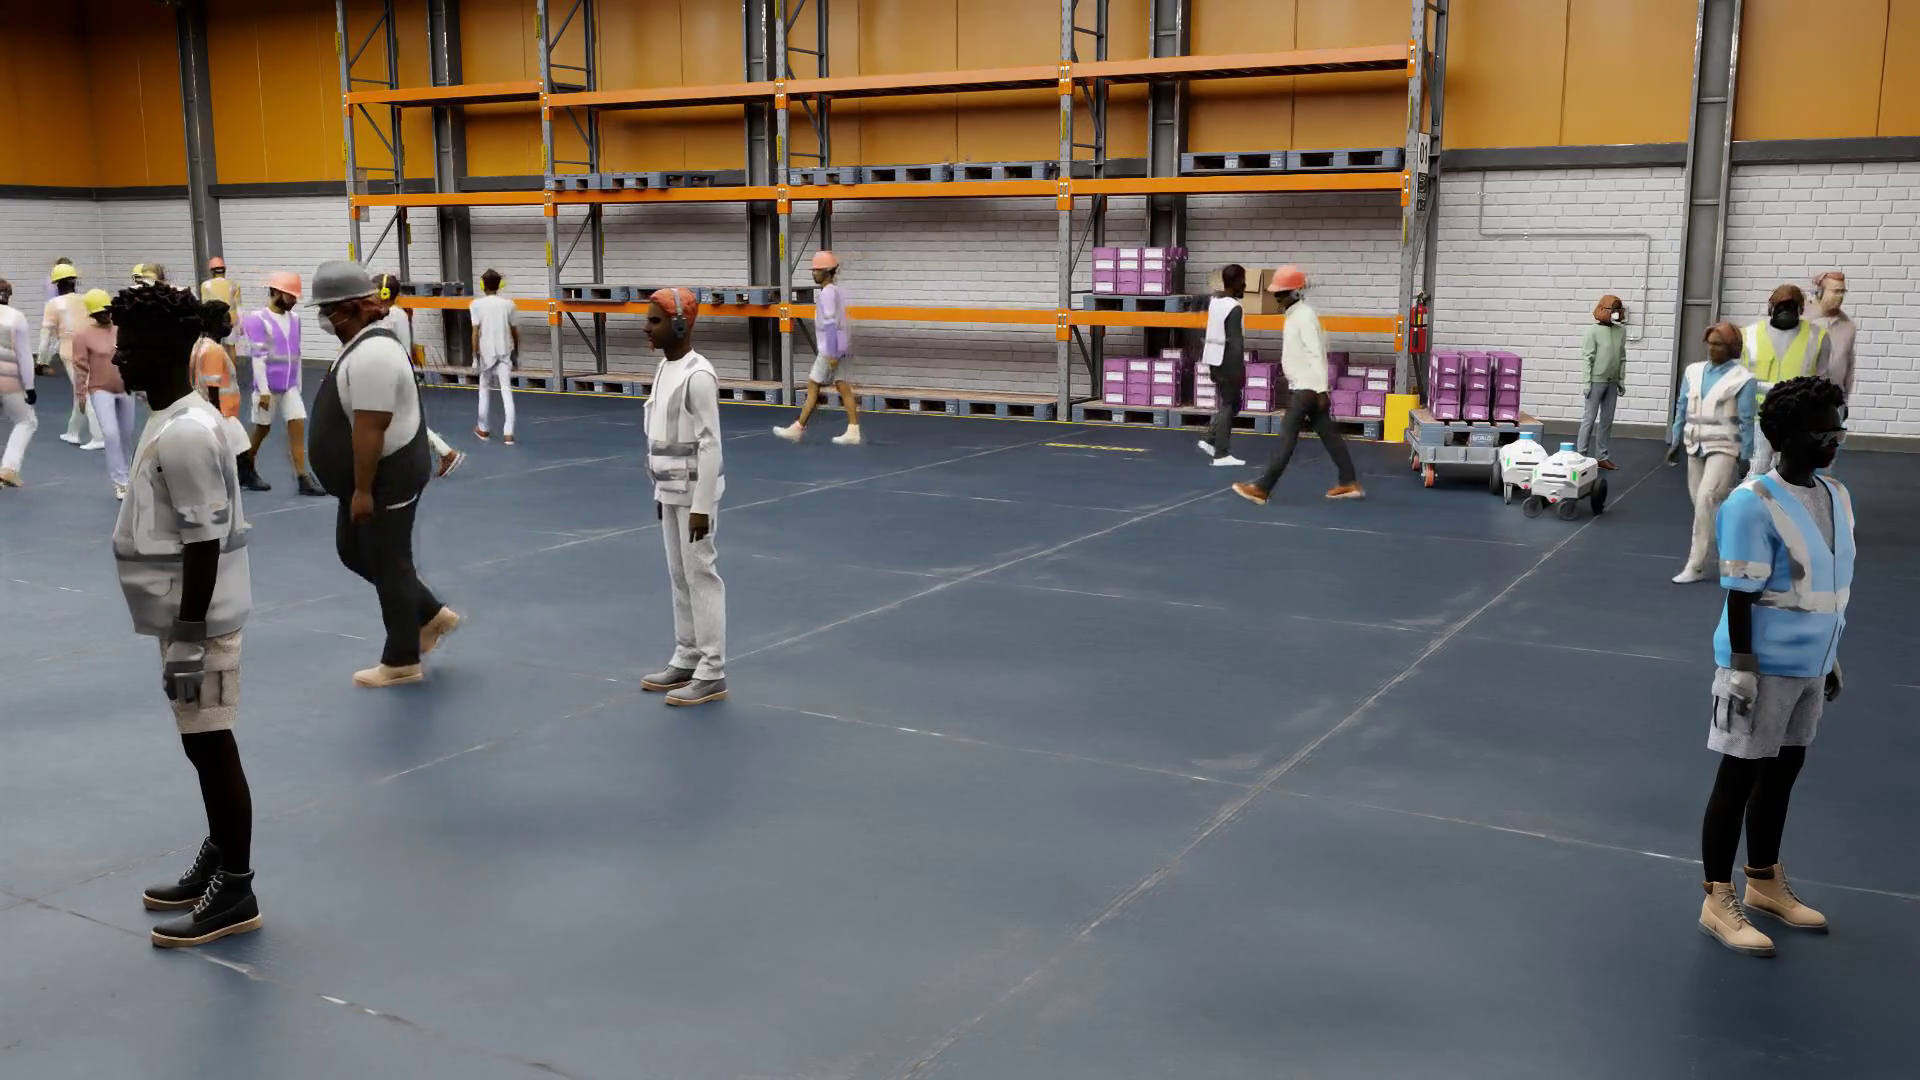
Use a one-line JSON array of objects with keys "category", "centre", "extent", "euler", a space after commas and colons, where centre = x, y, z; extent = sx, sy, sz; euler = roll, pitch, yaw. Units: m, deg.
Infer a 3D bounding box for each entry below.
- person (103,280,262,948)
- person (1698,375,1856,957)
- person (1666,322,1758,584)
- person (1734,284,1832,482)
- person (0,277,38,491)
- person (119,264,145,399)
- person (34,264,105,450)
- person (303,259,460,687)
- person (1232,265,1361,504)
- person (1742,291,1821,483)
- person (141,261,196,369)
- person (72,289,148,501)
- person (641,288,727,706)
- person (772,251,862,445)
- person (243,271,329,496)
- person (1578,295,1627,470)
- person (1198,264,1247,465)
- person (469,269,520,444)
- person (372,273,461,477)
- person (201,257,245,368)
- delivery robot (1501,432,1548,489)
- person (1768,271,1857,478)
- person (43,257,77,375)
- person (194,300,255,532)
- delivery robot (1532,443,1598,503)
[{"category": "person", "centre": [-2.315, 0.217, 4.974], "extent": [0.367, 1.966, 0.605], "euler": [-5, 11, -27]}, {"category": "person", "centre": [2.425, 0.363, 4.918], "extent": [0.535, 1.695, 0.318], "euler": [-7, 12, -33]}, {"category": "person", "centre": [4.727, -0.552, 10.339], "extent": [0.762, 1.608, 0.519], "euler": [-4, 11, -23]}, {"category": "person", "centre": [5.658, -0.865, 11.530], "extent": [0.625, 1.819, 0.644], "euler": [5, 11, 26]}, {"category": "person", "centre": [-8.069, -1.295, 13.955], "extent": [0.653, 1.812, 0.436], "euler": [-1, 10, -5]}, {"category": "person", "centre": [-11.083, -2.838, 22.655], "extent": [0.602, 1.830, 0.404], "euler": [-2, 10, -9]}, {"category": "person", "centre": [-9.086, -1.861, 16.982], "extent": [0.930, 1.872, 0.617], "euler": [4, 11, 23]}, {"category": "person", "centre": [-2.758, -0.322, 7.820], "extent": [0.564, 2.000, 0.689], "euler": [-4, 11, -23]}, {"category": "person", "centre": [2.759, -1.236, 13.389], "extent": [1.096, 1.916, 0.689], "euler": [1, 10, 3]}, {"category": "person", "centre": [5.987, -0.922, 11.981], "extent": [0.601, 1.794, 0.914], "euler": [-4, 11, -20]}, {"category": "person", "centre": [-8.414, -1.985, 17.617], "extent": [0.638, 1.911, 0.483], "euler": [3, 10, 15]}, {"category": "person", "centre": [-6.925, -1.182, 13.605], "extent": [0.734, 1.716, 0.510], "euler": [8, 13, 38]}, {"category": "person", "centre": [-1.250, -0.194, 7.541], "extent": [0.357, 1.881, 0.574], "euler": [-5, 11, -27]}, {"category": "person", "centre": [-1.484, -1.984, 17.318], "extent": [1.001, 2.001, 0.642], "euler": [1, 10, 8]}, {"category": "person", "centre": [-5.724, -1.305, 13.895], "extent": [0.979, 1.871, 0.561], "euler": [5, 11, 26]}, {"category": "person", "centre": [5.932, -1.442, 15.344], "extent": [0.493, 1.624, 0.280], "euler": [-5, 11, -26]}, {"category": "person", "centre": [2.529, -1.639, 15.669], "extent": [0.457, 1.899, 0.614], "euler": [-2, 10, -10]}, {"category": "person", "centre": [-4.938, -1.945, 17.626], "extent": [0.558, 1.818, 0.955], "euler": [-6, 11, -29]}, {"category": "person", "centre": [-4.969, -1.456, 14.852], "extent": [0.901, 1.843, 0.531], "euler": [-1, 10, -7]}, {"category": "person", "centre": [-10.883, -3.222, 24.591], "extent": [0.566, 1.916, 0.512], "euler": [-5, 11, -26]}, {"category": "delivery robot", "centre": [4.599, -0.637, 13.540], "extent": [0.477, 0.478, 0.707], "euler": [3, 10, 15]}, {"category": "person", "centre": [6.471, -1.101, 12.654], "extent": [0.652, 1.883, 0.635], "euler": [-1, 10, -4]}, {"category": "person", "centre": [-14.150, -3.485, 26.112], "extent": [0.660, 1.909, 0.651], "euler": [2, 10, 13]}, {"category": "person", "centre": [-5.248, -0.871, 11.909], "extent": [0.436, 1.682, 0.552], "euler": [-5, 11, -27]}, {"category": "delivery robot", "centre": [4.658, -0.505, 12.796], "extent": [0.477, 0.478, 0.707], "euler": [7, 12, 33]}]
